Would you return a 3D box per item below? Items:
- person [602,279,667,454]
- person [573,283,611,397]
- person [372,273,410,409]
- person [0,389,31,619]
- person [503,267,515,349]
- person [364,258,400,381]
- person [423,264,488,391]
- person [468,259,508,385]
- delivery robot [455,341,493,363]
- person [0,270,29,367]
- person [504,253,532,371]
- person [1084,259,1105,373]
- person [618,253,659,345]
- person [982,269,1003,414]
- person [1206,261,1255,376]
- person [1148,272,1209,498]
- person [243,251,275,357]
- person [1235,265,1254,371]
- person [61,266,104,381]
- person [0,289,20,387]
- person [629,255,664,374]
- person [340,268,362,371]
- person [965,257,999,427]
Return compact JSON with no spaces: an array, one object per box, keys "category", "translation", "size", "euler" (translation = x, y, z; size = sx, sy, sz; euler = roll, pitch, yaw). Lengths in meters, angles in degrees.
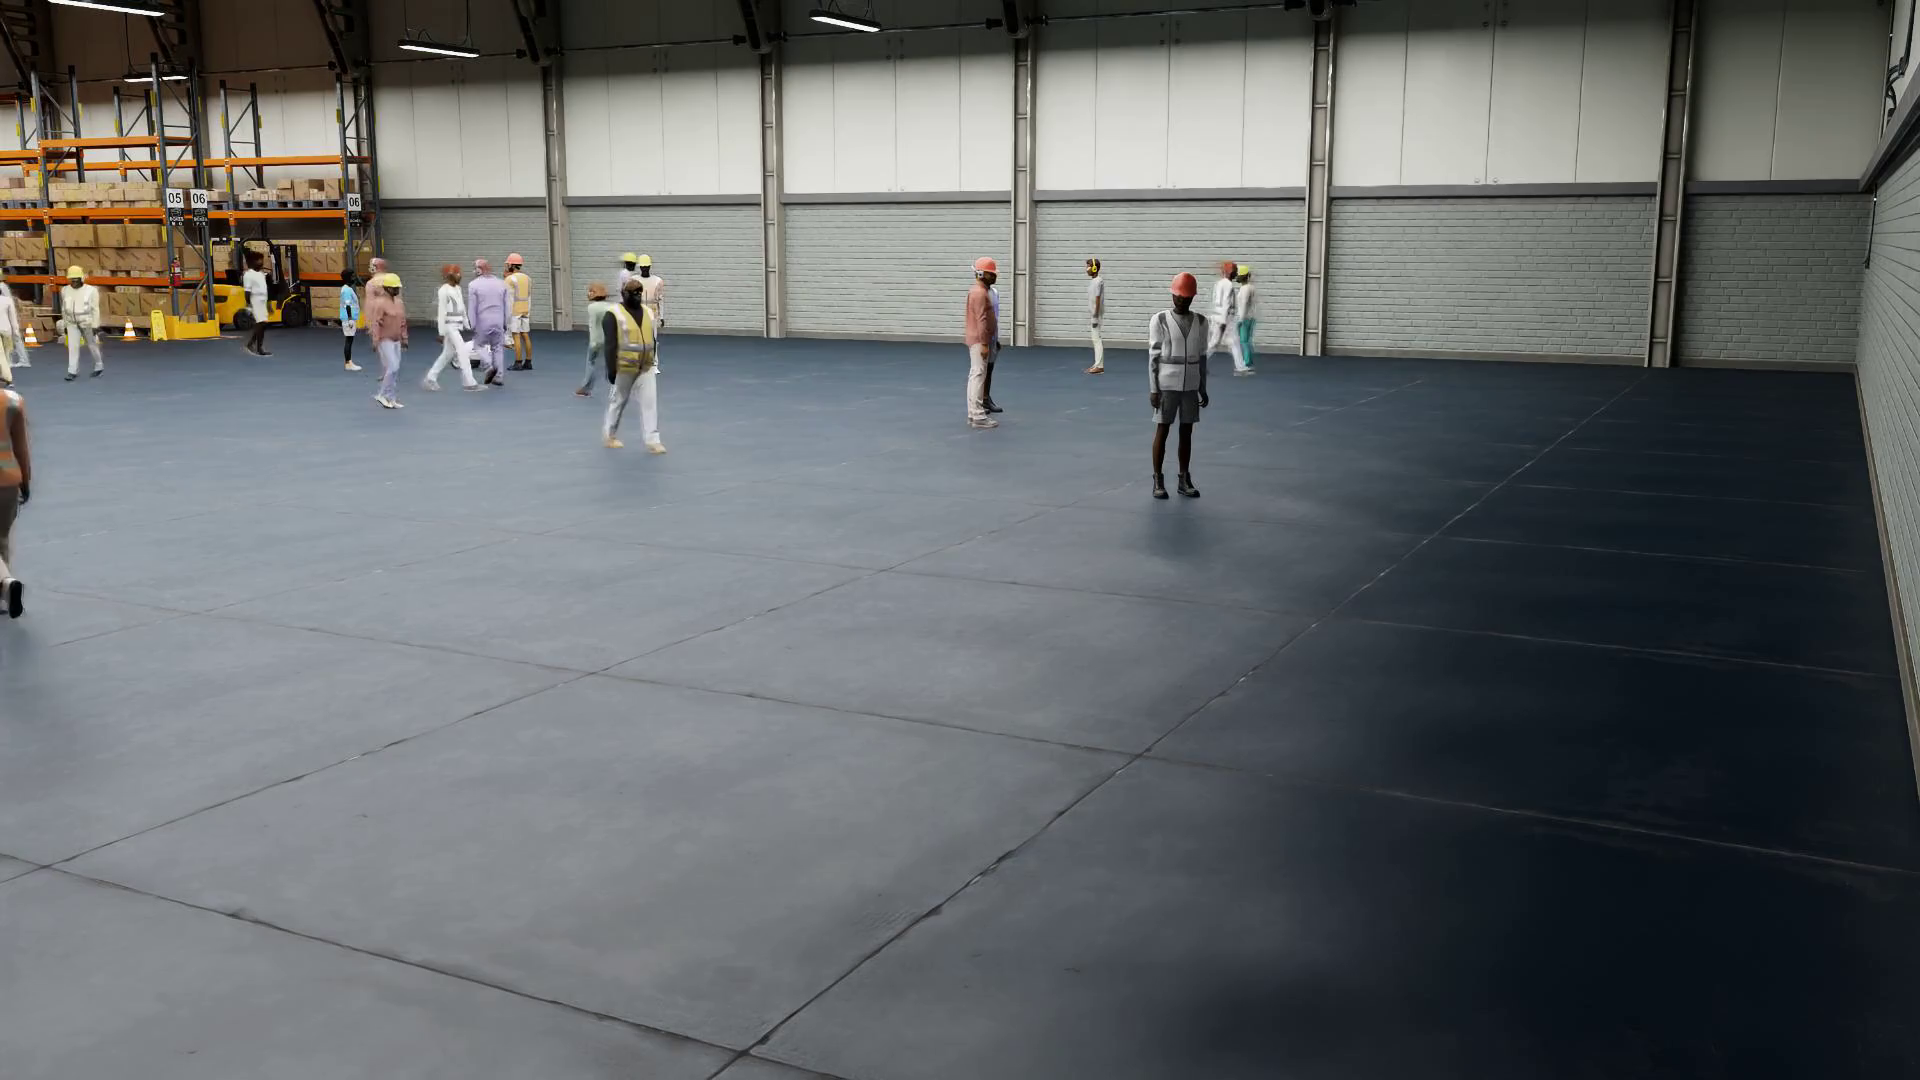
[{"category":"person","translation":[-3.429,-1.812,17.286],"size":[0.631,1.807,0.917],"euler":[-10,14,-42]},{"category":"person","translation":[-4.974,-2.754,22.999],"size":[0.875,1.583,0.521],"euler":[6,12,29]},{"category":"person","translation":[-7.351,-2.563,21.498],"size":[0.427,1.749,0.540],"euler":[3,11,15]},{"category":"person","translation":[-5.643,-0.320,9.667],"size":[0.670,1.616,0.515],"euler":[8,13,37]},{"category":"person","translation":[-8.912,-4.616,33.024],"size":[0.283,1.634,0.498],"euler":[1,10,7]},{"category":"person","translation":[-8.930,-3.380,25.584],"size":[0.557,1.884,0.684],"euler":[4,11,23]},{"category":"person","translation":[-7.354,-3.051,23.968],"size":[0.968,1.851,0.563],"euler":[0,10,2]},{"category":"person","translation":[-7.038,-3.234,24.811],"size":[0.668,1.883,0.447],"euler":[-9,14,-42]},{"category":"delivery robot","translation":[-8.091,-3.170,27.827],"size":[0.707,0.478,0.477],"euler":[4,11,20]},{"category":"person","translation":[-16.230,-3.784,28.291],"size":[0.603,1.709,0.503],"euler":[-5,11,-23]},{"category":"person","translation":[-7.363,-3.783,27.649],"size":[0.356,1.938,0.552],"euler":[5,12,26]},{"category":"person","translation":[2.203,-3.648,27.142],"size":[0.312,1.861,0.509],"euler":[0,10,-2]},{"category":"person","translation":[-6.326,-4.617,32.316],"size":[0.940,1.885,0.618],"euler":[-2,11,-9]},{"category":"person","translation":[0.330,-2.558,20.957],"size":[0.342,1.942,0.552],"euler":[7,13,35]},{"category":"person","translation":[4.193,-3.526,26.564],"size":[0.981,1.837,0.600],"euler":[-1,10,-5]},{"category":"person","translation":[1.879,-1.316,14.222],"size":[0.542,1.930,0.374],"euler":[-3,11,-15]},{"category":"person","translation":[-12.941,-4.350,30.709],"size":[0.411,1.946,0.615],"euler":[0,10,0]},{"category":"person","translation":[4.666,-3.642,27.404],"size":[0.389,1.750,0.548],"euler":[0,10,0]},{"category":"person","translation":[-13.694,-3.382,25.936],"size":[0.598,1.773,0.968],"euler":[-1,10,-4]},{"category":"person","translation":[-14.346,-3.084,24.786],"size":[0.882,1.576,0.513],"euler":[9,14,42]},{"category":"person","translation":[-5.073,-3.638,26.890],"size":[0.586,1.928,0.369],"euler":[-3,11,-18]},{"category":"person","translation":[-10.120,-3.652,27.599],"size":[0.317,1.695,0.540],"euler":[-4,11,-18]},{"category":"person","translation":[0.259,-2.318,19.534],"size":[0.391,1.986,0.608],"euler":[-1,10,-7]}]
